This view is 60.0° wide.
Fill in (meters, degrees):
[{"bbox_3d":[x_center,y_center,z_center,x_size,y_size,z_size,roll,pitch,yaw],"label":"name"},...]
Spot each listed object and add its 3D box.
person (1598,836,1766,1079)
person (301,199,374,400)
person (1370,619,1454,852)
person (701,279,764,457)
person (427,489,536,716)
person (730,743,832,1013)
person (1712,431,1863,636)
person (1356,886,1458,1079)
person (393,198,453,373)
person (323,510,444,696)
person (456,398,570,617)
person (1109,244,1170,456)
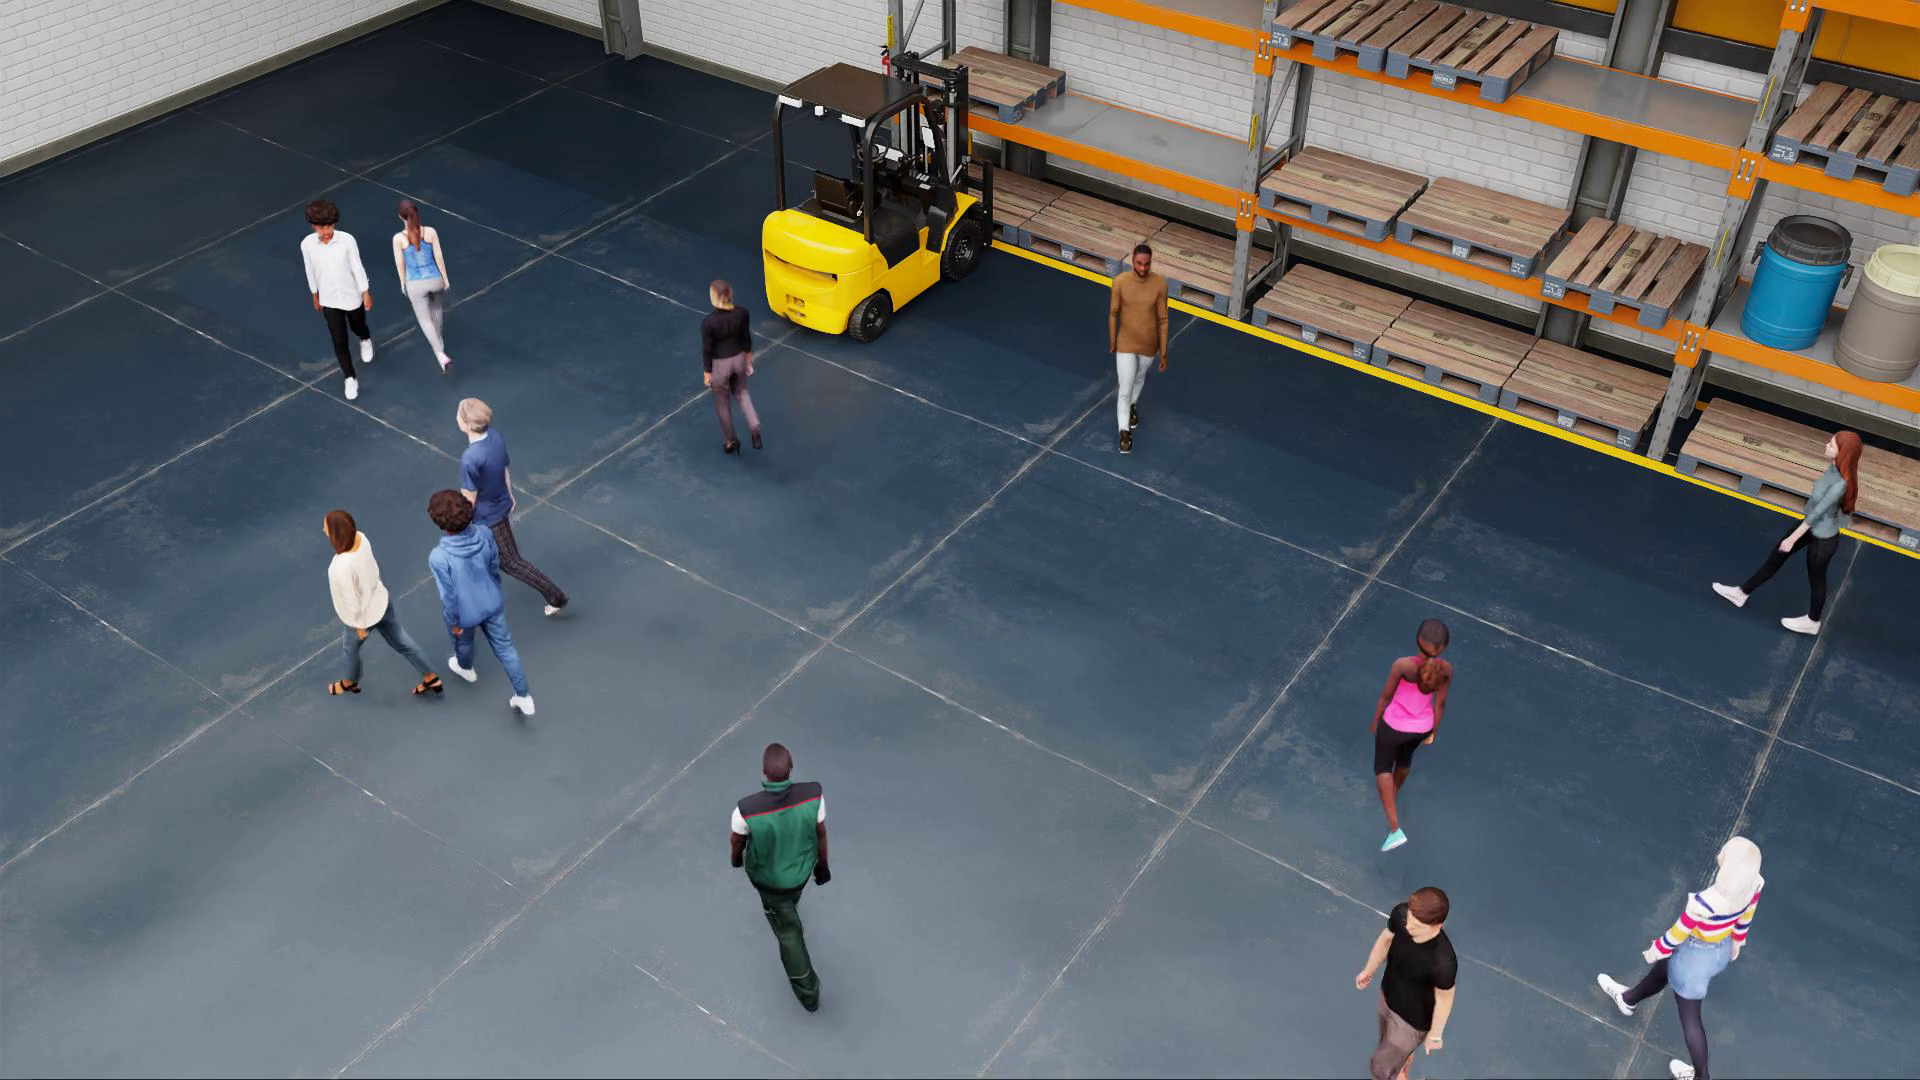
[{"bbox_3d":[4.030,2.313,8.954,0.988,1.765,1.217,-18,42,-21],"label":"person"},{"bbox_3d":[-5.422,-2.191,14.589,1.105,1.771,1.195,-9,39,-11],"label":"person"},{"bbox_3d":[2.790,1.224,10.366,0.985,1.705,0.978,-1,39,-1],"label":"person"},{"bbox_3d":[-1.852,-1.354,13.628,0.678,1.661,0.759,-29,47,-31],"label":"person"},{"bbox_3d":[-3.240,0.464,11.265,1.213,1.770,0.823,32,48,34],"label":"person"},{"bbox_3d":[-0.981,1.936,9.406,1.051,1.790,1.281,-17,42,-20],"label":"person"},{"bbox_3d":[6.210,0.004,11.886,1.054,1.714,0.716,15,41,17],"label":"person"},{"bbox_3d":[2.452,2.419,8.756,0.875,1.846,0.800,-8,39,-10],"label":"person"},{"bbox_3d":[-4.749,-2.240,14.802,0.840,1.582,1.101,-21,43,-24],"label":"person"},{"bbox_3d":[-3.961,0.478,11.355,1.152,1.635,0.956,3,39,4],"label":"person"},{"bbox_3d":[-3.305,-0.178,12.019,1.257,1.832,1.024,4,39,5],"label":"person"},{"bbox_3d":[1.492,-1.701,13.967,1.069,1.781,1.048,0,39,0],"label":"person"}]
